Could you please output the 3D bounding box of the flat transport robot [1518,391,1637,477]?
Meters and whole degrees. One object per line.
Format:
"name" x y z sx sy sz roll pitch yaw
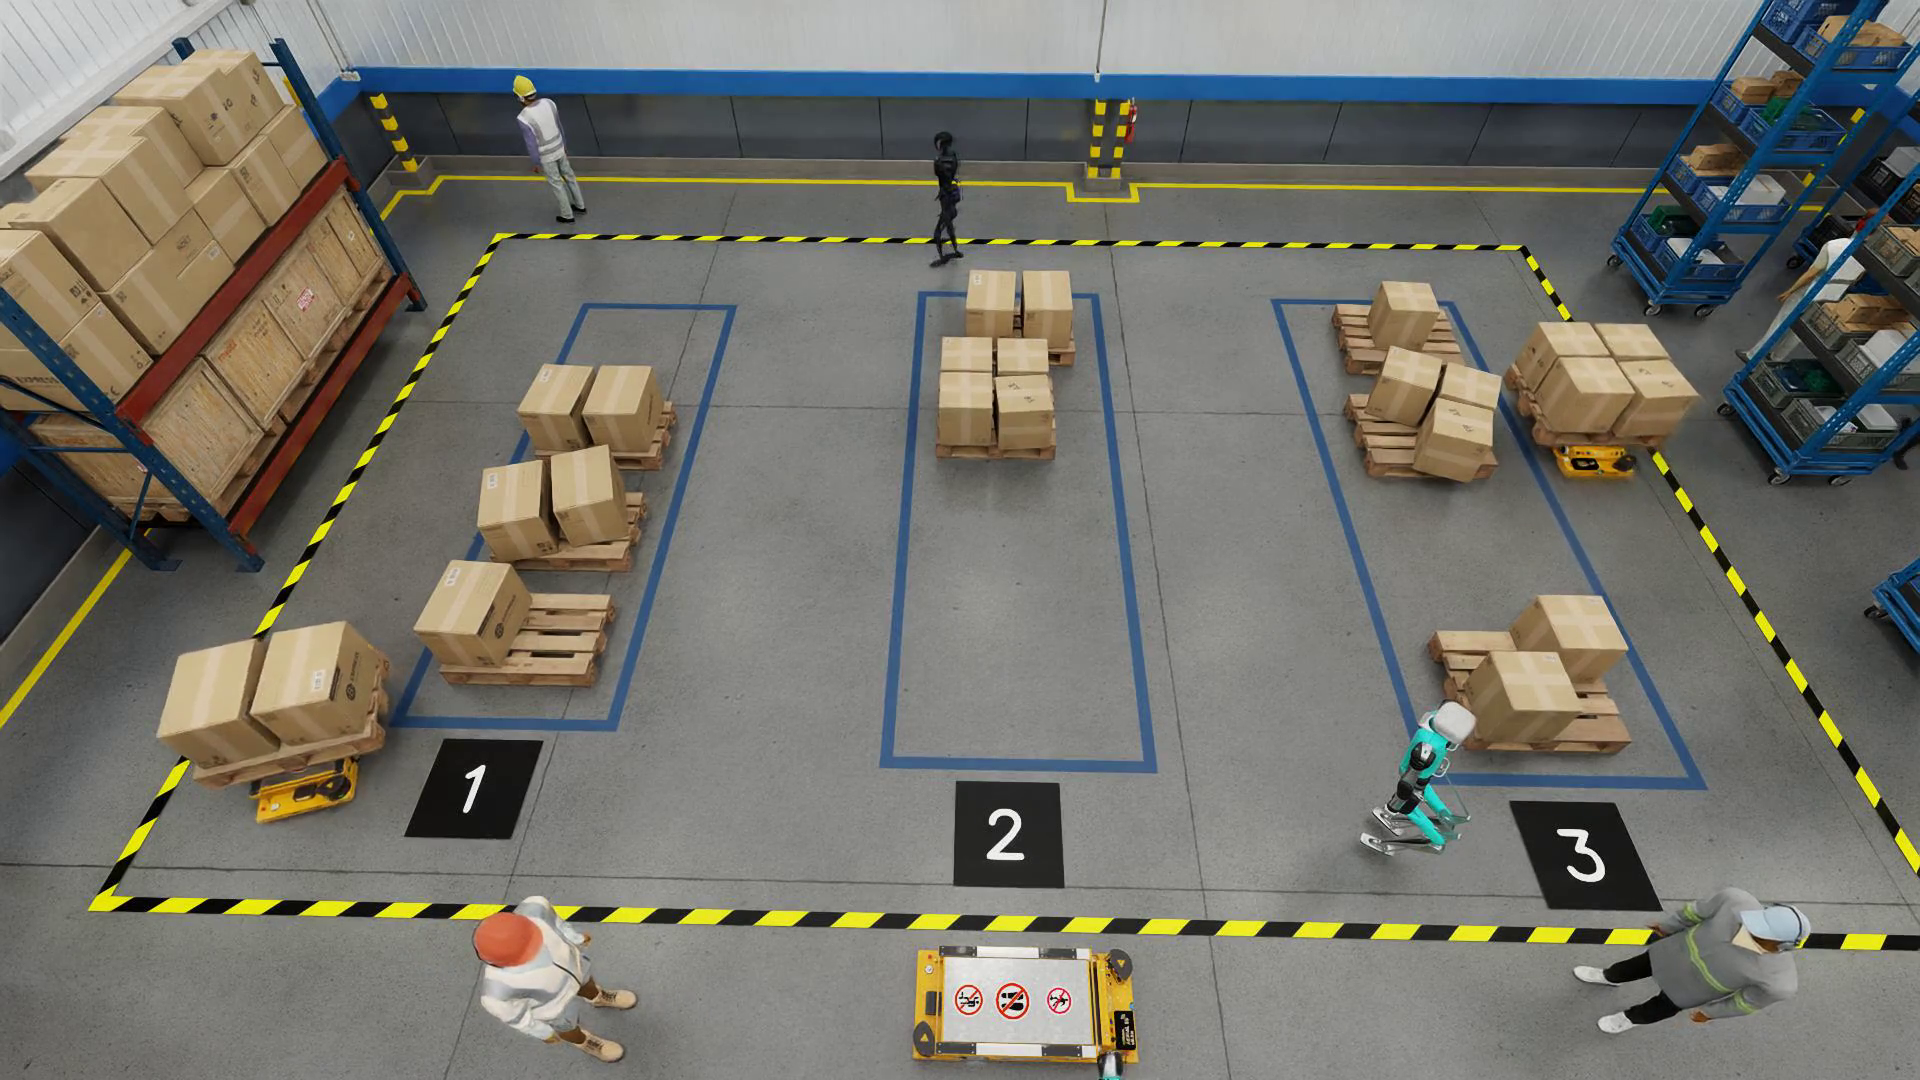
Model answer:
"flat transport robot" 6.344 -1.239 9.477 0.652 0.197 1.431 1 51 1

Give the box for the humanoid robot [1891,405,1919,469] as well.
"humanoid robot" 9.565 -1.425 8.741 0.612 1.635 0.544 7 51 6

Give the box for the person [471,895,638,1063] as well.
"person" -2.295 2.538 5.273 0.392 2.042 0.609 4 51 4

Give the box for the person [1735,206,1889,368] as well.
"person" 8.935 -2.572 9.565 0.569 1.843 0.373 3 51 3

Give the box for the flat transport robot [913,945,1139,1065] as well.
"flat transport robot" 0.422 3.041 6.007 1.431 0.231 0.659 1 51 1

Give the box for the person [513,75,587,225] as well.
"person" -5.129 -4.828 11.412 0.404 1.833 0.590 20 54 16

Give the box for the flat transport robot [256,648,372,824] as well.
"flat transport robot" -5.130 1.468 7.271 0.652 0.197 1.431 -13 52 -11

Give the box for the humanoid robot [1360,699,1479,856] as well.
"humanoid robot" 3.164 1.698 6.069 0.735 1.674 0.533 34 58 24

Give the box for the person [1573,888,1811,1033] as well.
"person" 4.308 2.521 5.410 0.401 1.851 0.589 -1 51 0

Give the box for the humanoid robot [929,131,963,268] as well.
"humanoid robot" -0.177 -4.044 10.877 0.457 1.641 0.611 -7 51 -6

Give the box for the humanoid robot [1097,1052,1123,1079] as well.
"humanoid robot" 1.005 3.202 4.984 0.741 1.871 0.546 -2 51 -1
